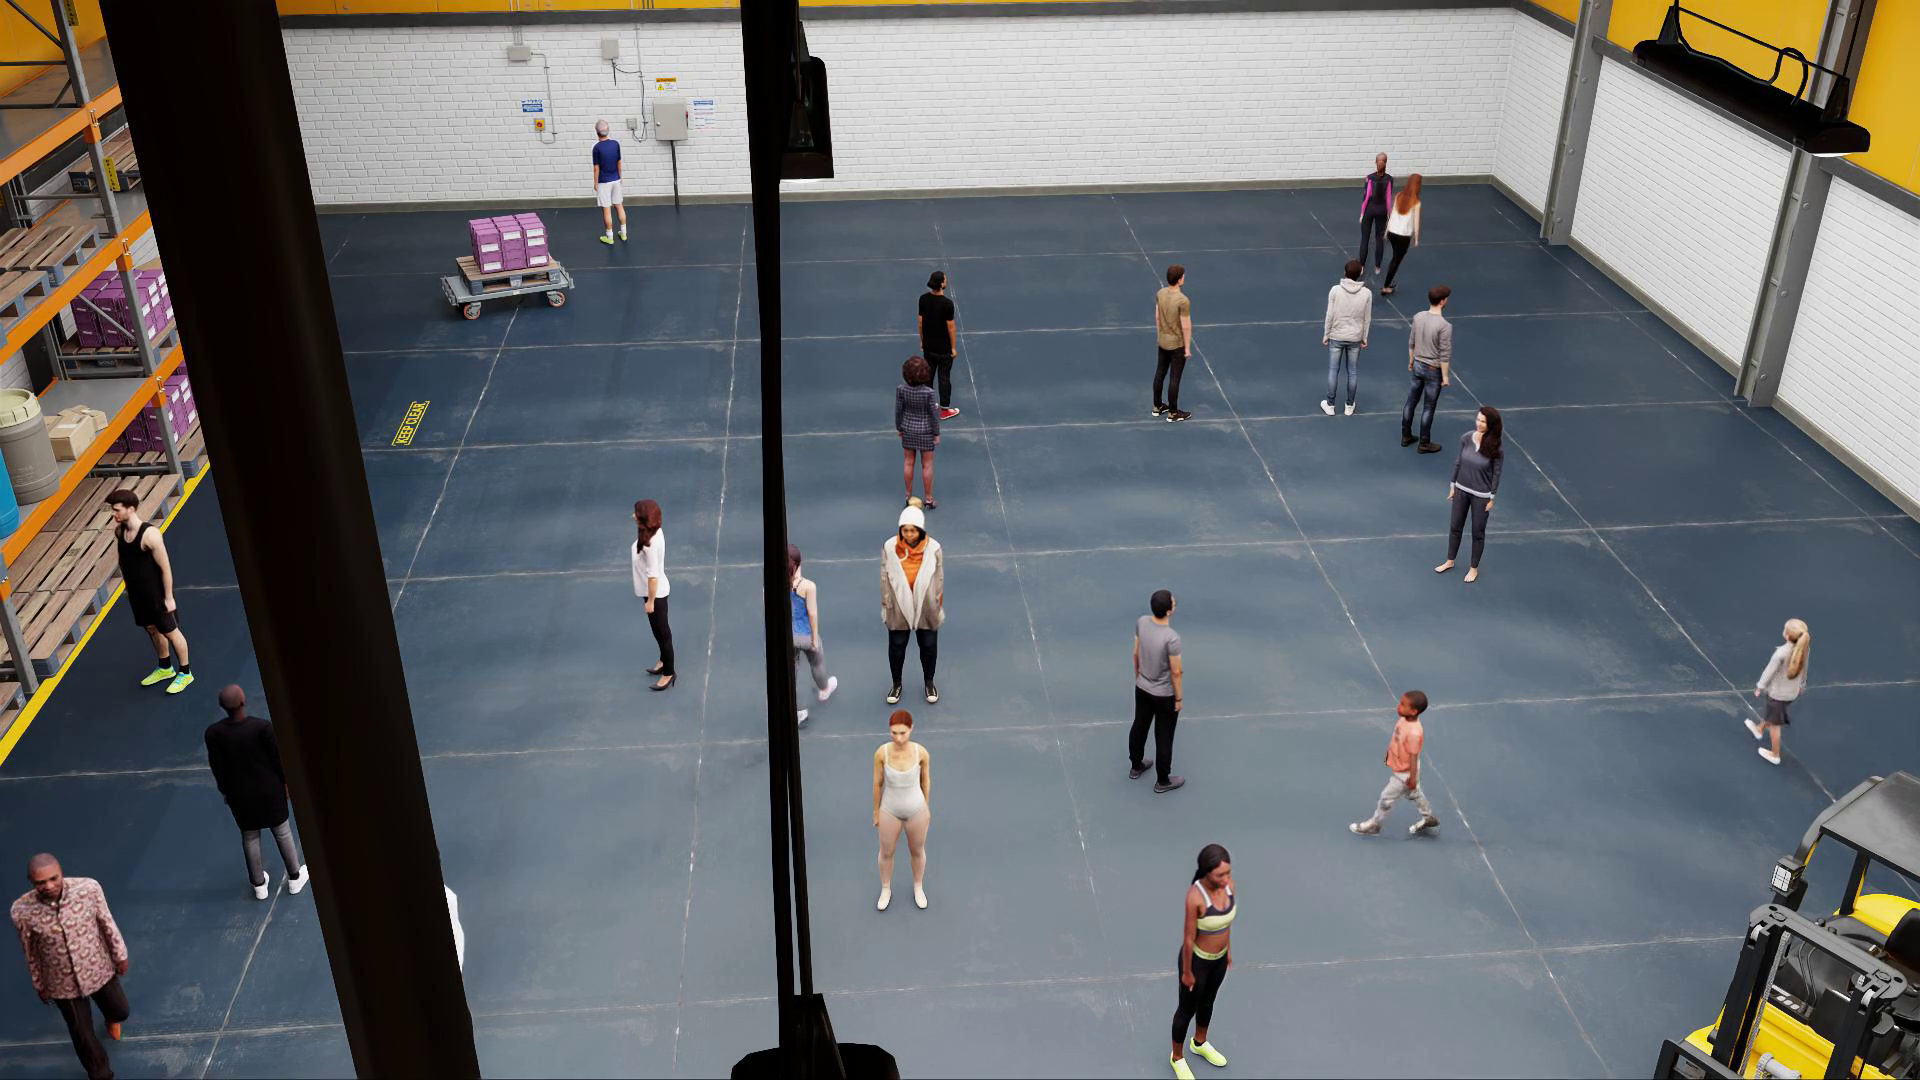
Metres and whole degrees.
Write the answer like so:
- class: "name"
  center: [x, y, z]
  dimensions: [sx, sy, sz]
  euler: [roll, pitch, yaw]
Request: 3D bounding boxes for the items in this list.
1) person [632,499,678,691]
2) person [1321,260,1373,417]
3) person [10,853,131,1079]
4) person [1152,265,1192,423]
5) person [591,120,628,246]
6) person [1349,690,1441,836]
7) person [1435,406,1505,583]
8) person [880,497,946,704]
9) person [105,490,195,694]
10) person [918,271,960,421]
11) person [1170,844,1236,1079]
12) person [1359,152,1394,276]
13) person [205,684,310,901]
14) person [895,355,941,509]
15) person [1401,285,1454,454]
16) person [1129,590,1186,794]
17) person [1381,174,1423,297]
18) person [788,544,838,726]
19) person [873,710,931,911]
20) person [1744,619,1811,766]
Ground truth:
- class: "person"
  center: [-2.594, 0.452, 14.205]
  dimensions: [0.690, 1.795, 0.490]
  euler: [-6, 29, -11]
- class: "person"
  center: [4.464, -2.349, 19.282]
  dimensions: [0.699, 1.852, 0.601]
  euler: [1, 29, 2]
- class: "person"
  center: [-5.437, 2.616, 10.251]
  dimensions: [0.983, 1.783, 1.140]
  euler: [-17, 33, -28]
- class: "person"
  center: [2.436, -2.278, 19.151]
  dimensions: [0.811, 1.852, 0.706]
  euler: [-21, 35, -33]
- class: "person"
  center: [-5.241, -5.352, 24.801]
  dimensions: [0.722, 1.839, 0.756]
  euler: [-24, 37, -37]
- class: "person"
  center: [3.401, 1.688, 12.461]
  dimensions: [0.651, 1.295, 0.872]
  euler: [2, 29, 4]
- class: "person"
  center: [4.912, -0.463, 15.910]
  dimensions: [0.683, 1.768, 0.737]
  euler: [21, 35, 33]
- class: "person"
  center: [-0.391, 0.511, 13.998]
  dimensions: [0.705, 1.891, 0.656]
  euler: [-1, 29, -1]
- class: "person"
  center: [-6.904, 0.420, 14.165]
  dimensions: [0.778, 1.890, 0.761]
  euler: [12, 31, 21]
- class: "person"
  center: [-0.261, -2.260, 19.218]
  dimensions: [0.707, 1.757, 0.736]
  euler: [17, 33, 28]
- class: "person"
  center: [1.504, 2.595, 10.319]
  dimensions: [0.643, 1.755, 0.670]
  euler: [-20, 35, -33]
- class: "person"
  center: [5.875, -4.627, 23.563]
  dimensions: [0.601, 1.751, 0.586]
  euler: [2, 29, 3]
- class: "person"
  center: [-5.010, 1.780, 11.806]
  dimensions: [0.673, 1.762, 0.588]
  euler: [-6, 29, -11]
- class: "person"
  center: [-0.434, -1.097, 17.142]
  dimensions: [0.698, 1.702, 0.680]
  euler: [9, 30, 16]
- class: "person"
  center: [5.169, -1.895, 18.396]
  dimensions: [0.844, 1.903, 0.715]
  euler: [-19, 34, -31]
- class: "person"
  center: [1.535, 1.155, 12.959]
  dimensions: [0.758, 1.755, 0.673]
  euler: [-24, 36, -36]
- class: "person"
  center: [5.961, -4.130, 22.714]
  dimensions: [0.792, 1.692, 0.710]
  euler: [-21, 35, -33]
- class: "person"
  center: [-1.376, 0.834, 13.731]
  dimensions: [0.853, 1.578, 1.033]
  euler: [12, 31, 21]
- class: "person"
  center: [-0.403, 1.894, 11.720]
  dimensions: [0.552, 1.644, 0.458]
  euler: [-2, 29, -3]
- class: "person"
  center: [6.639, 1.232, 13.338]
  dimensions: [0.642, 1.257, 0.812]
  euler: [-10, 30, -18]
